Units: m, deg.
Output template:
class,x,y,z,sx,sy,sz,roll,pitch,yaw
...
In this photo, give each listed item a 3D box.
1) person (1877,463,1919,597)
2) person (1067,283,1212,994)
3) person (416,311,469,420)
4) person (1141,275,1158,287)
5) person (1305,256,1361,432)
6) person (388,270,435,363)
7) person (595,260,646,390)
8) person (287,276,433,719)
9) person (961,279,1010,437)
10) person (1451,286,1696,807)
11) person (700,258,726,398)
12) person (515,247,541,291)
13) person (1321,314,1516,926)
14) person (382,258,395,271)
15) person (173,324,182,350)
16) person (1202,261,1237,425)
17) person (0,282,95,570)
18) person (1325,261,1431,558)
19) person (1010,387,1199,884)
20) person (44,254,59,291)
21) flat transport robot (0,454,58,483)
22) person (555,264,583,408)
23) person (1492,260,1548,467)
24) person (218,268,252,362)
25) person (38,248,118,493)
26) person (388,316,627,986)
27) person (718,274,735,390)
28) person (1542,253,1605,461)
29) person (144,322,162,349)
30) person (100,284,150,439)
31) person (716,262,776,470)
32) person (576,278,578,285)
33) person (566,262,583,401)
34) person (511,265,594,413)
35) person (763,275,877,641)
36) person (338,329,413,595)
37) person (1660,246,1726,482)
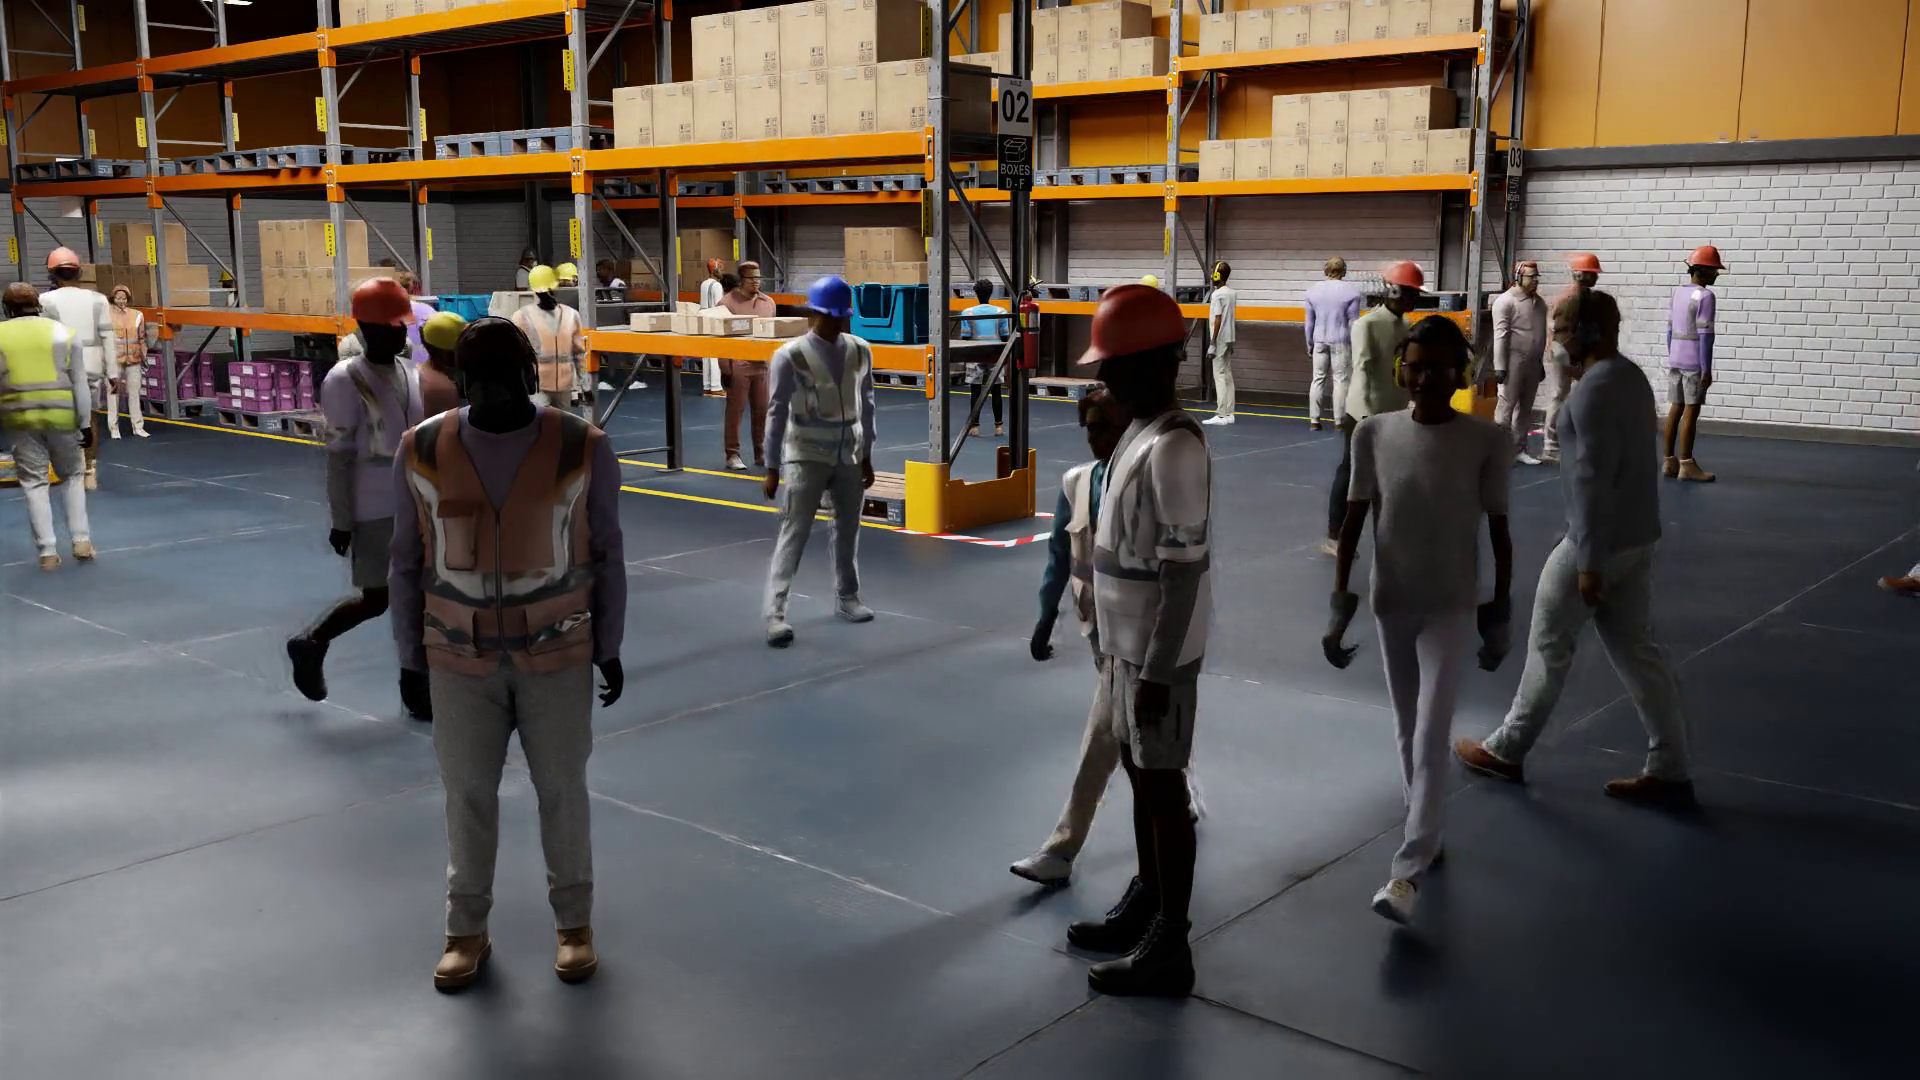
class,x,y,z,sx,sy,sz,roll,pitch,yaw
person,5.691,-0.526,9.295,0.649,1.881,0.861,-7,12,-34
person,0.493,0.271,4.551,0.366,1.931,0.542,-1,10,-5
person,-2.634,-0.280,8.315,0.638,1.718,0.320,9,13,42
person,1.971,-1.914,17.524,0.494,1.743,0.308,-1,10,-5
person,4.108,-2.153,18.357,0.627,1.932,0.358,6,12,30
person,-4.856,-1.441,14.605,0.461,1.829,0.563,7,12,36
person,-4.947,-3.076,23.829,0.924,1.847,0.598,-6,12,-31
person,-2.517,-0.160,7.078,0.749,1.913,0.543,4,11,20
person,0.266,-1.945,17.844,0.532,1.693,0.319,-1,10,-8
person,2.345,0.022,6.131,0.890,1.888,0.648,8,13,37
person,-3.343,-2.878,22.612,0.337,1.882,0.584,-6,12,-32
person,-7.295,-3.972,28.398,0.536,2.000,0.688,0,10,-2
person,1.381,0.235,5.070,0.499,1.819,0.998,6,12,32
person,-9.763,-3.852,28.229,0.928,1.867,0.634,1,10,4
person,-12.224,-3.427,25.496,0.624,1.970,0.771,3,10,15
person,2.993,-2.256,19.114,0.319,1.870,0.521,7,12,35
person,-5.876,-0.726,10.599,0.642,1.805,0.638,-5,11,-24
person,2.728,-0.789,10.561,0.643,1.923,1.055,-5,11,-26
person,0.505,0.289,5.424,0.918,1.581,0.517,-7,12,-36
person,-14.262,-3.569,26.393,0.549,1.936,0.376,9,14,43
flat transport robot,-8.432,-0.606,14.265,1.431,0.197,0.652,-3,10,-15
person,-5.006,-2.572,21.050,0.591,1.821,0.404,-7,12,-33
person,5.225,-1.632,15.455,0.655,1.906,0.407,-7,12,-33
person,-9.596,-2.716,22.080,0.387,1.754,0.534,-2,10,-9
person,-7.432,-1.410,13.869,0.815,2.013,0.631,9,14,43
person,-1.236,0.312,4.572,0.634,1.842,0.429,-1,10,-8
person,-3.124,-2.936,23.550,0.569,1.668,0.554,2,10,9
person,5.862,-1.708,15.687,0.632,1.969,0.699,-9,14,-43
person,-11.334,-2.877,23.361,0.502,1.618,0.531,3,10,17
person,-8.914,-1.897,17.726,0.310,1.639,0.514,9,13,41
person,-1.928,-1.595,15.283,0.637,1.899,0.395,-9,13,-40
person,-6.515,-3.681,27.894,0.282,1.633,0.501,9,13,42
person,-5.133,-2.734,21.946,0.404,1.829,0.603,8,13,40
person,-3.305,-1.245,13.322,0.652,1.894,0.625,-10,14,-44
person,-0.768,-0.434,8.707,0.781,1.899,0.557,-7,12,-36
person,-3.335,-0.582,9.653,0.344,1.845,0.503,5,11,26
person,6.397,-1.532,14.509,0.394,2.040,0.609,-1,10,-5
